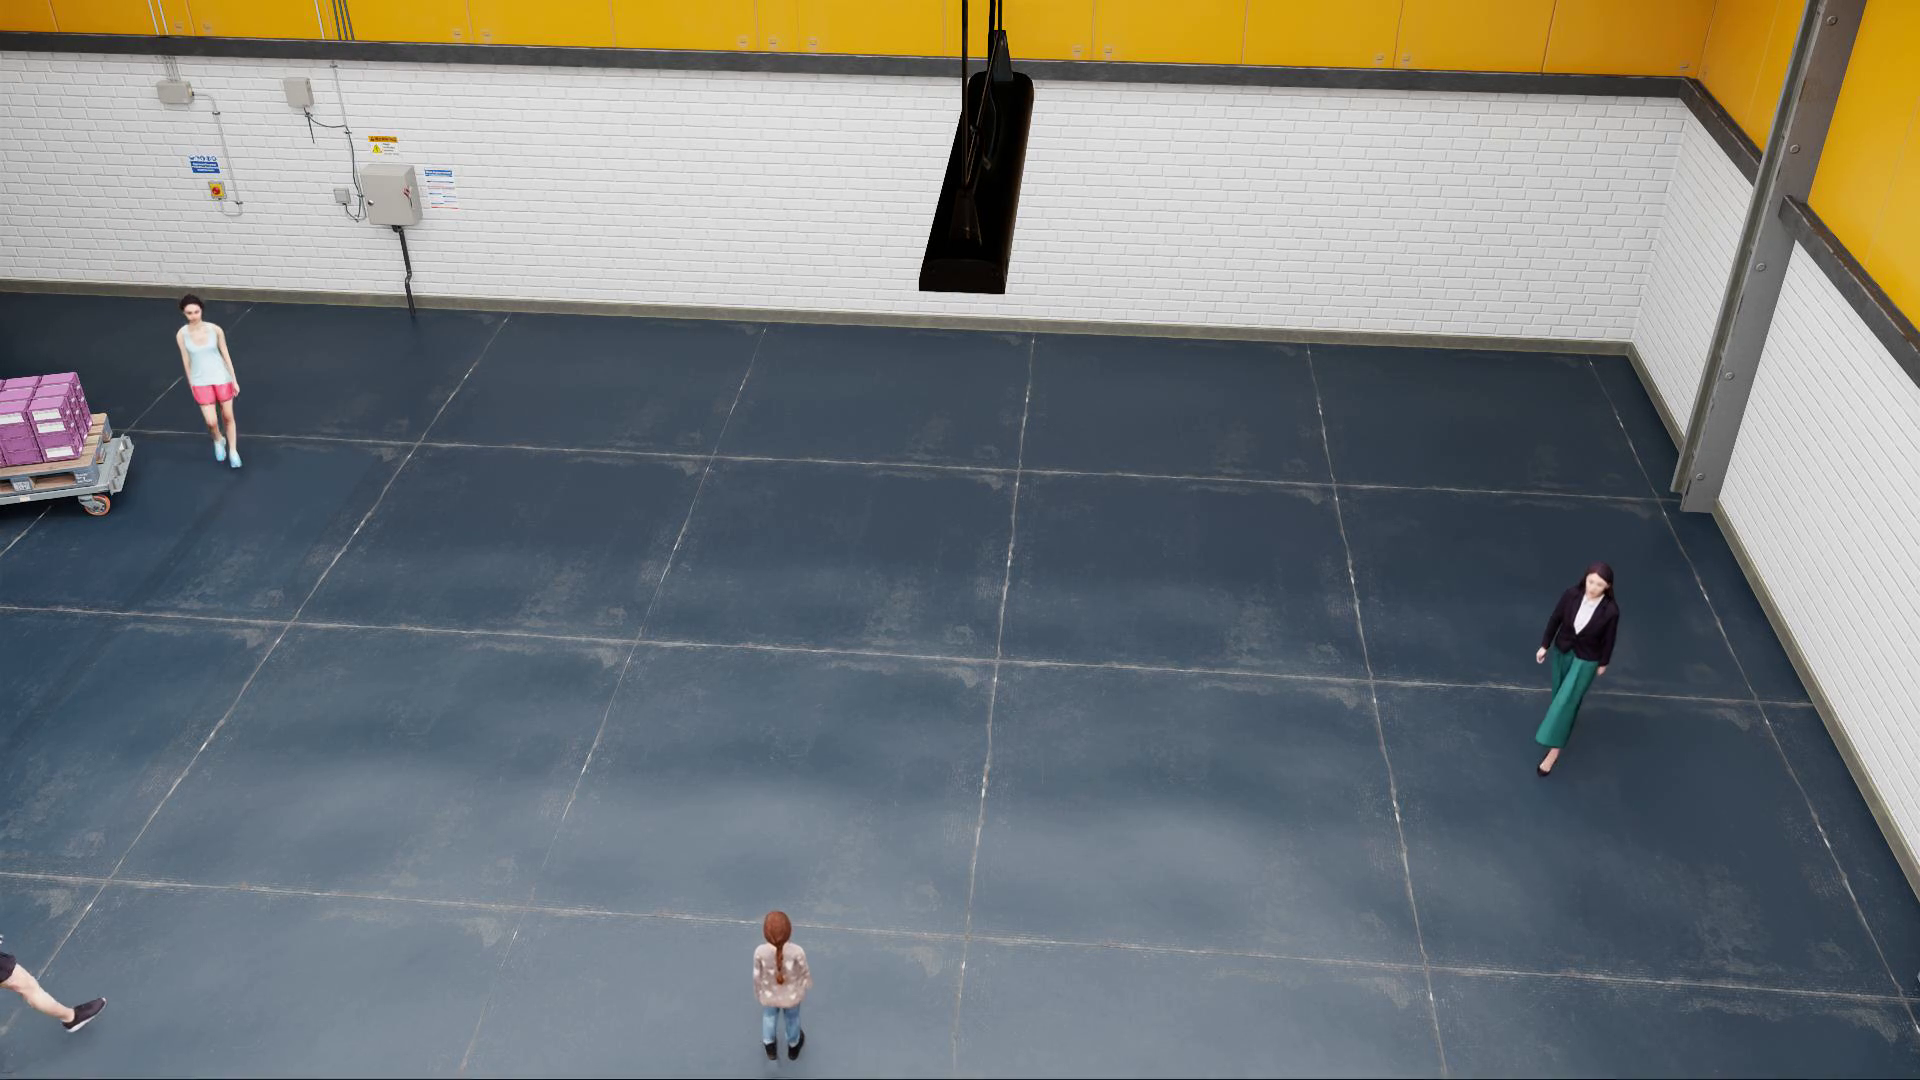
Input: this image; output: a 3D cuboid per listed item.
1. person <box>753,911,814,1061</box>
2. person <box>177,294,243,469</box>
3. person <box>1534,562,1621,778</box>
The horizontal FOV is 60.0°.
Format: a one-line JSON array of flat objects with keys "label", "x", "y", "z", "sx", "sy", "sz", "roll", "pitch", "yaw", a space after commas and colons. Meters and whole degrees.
[{"label": "person", "x": -1.063, "y": 2.688, "z": 9.889, "sx": 0.491, "sy": 1.193, "sz": 0.499, "roll": 2, "pitch": 34, "yaw": 3}, {"label": "person", "x": -7.062, "y": -1.515, "z": 15.703, "sx": 0.723, "sy": 1.757, "sz": 0.790, "roll": -16, "pitch": 37, "yaw": -22}, {"label": "person", "x": 4.532, "y": 0.842, "z": 12.219, "sx": 1.031, "sy": 1.689, "sz": 1.189, "roll": 26, "pitch": 41, "yaw": 33}]
